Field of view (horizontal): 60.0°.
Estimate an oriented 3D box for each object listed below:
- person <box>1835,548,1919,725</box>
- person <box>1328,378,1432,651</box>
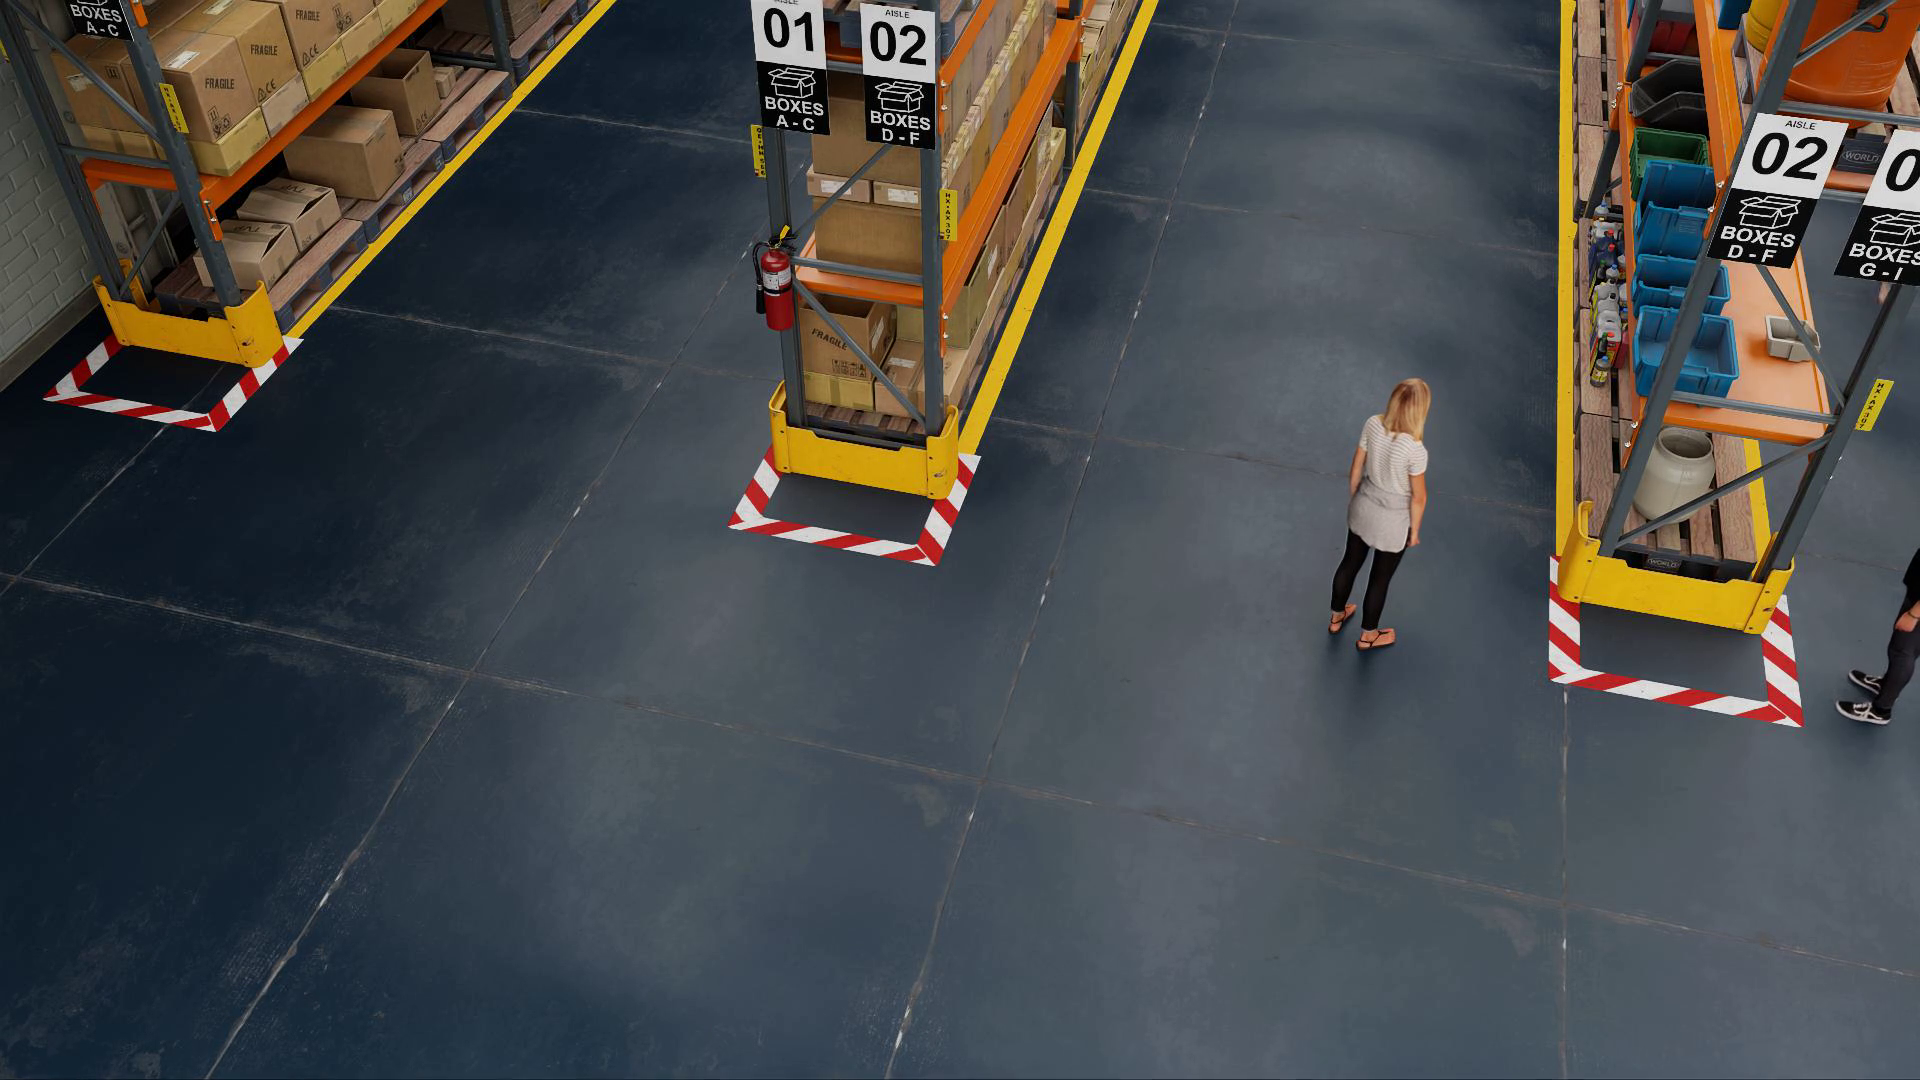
[{"bbox_3d":[5.060,0.243,8.638,0.759,1.834,0.606,29,50,27],"label":"person"},{"bbox_3d":[2.287,-0.131,9.045,0.705,1.826,0.692,-32,52,-29],"label":"person"}]
